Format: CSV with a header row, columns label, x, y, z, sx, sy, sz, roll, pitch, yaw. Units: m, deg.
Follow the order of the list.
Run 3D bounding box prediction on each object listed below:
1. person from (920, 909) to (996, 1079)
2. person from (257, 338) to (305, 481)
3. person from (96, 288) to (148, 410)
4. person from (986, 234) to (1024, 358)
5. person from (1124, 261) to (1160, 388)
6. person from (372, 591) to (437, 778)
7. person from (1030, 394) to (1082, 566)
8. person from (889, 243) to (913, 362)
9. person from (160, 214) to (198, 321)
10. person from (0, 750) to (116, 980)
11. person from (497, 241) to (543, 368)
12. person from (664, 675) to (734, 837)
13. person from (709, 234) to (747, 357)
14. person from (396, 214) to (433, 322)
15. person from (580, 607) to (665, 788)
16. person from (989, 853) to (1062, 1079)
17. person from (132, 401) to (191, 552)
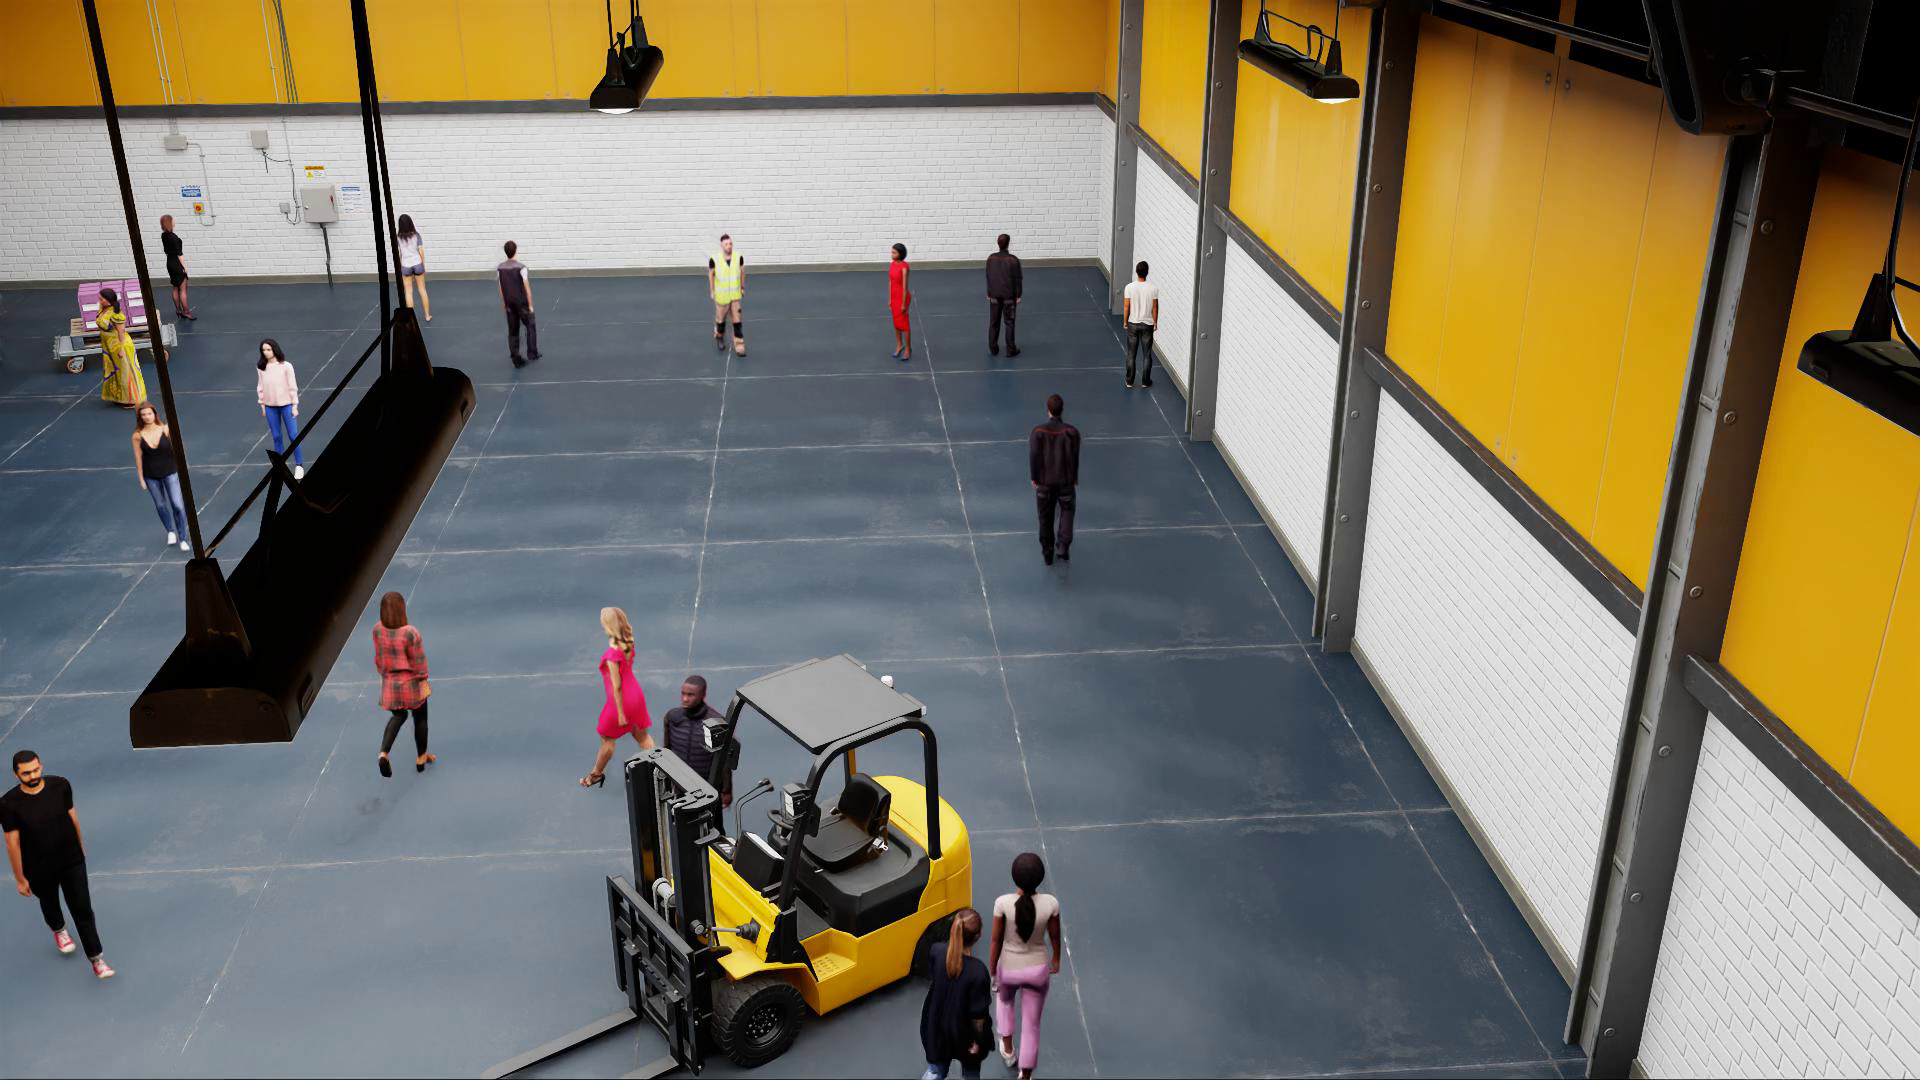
label,x,y,z,sx,sy,sz,roll,pitch,yaw
person,-0.079,2.953,9.913,1.035,1.665,1.116,15,28,30
person,-8.253,-1.602,20.202,0.667,1.770,0.581,1,24,2
person,-11.506,-2.633,22.699,1.000,1.659,1.040,16,28,32
person,0.640,-3.655,24.815,0.802,1.838,0.756,9,25,20
person,2.546,-3.046,23.463,0.680,1.804,0.611,3,24,7
person,-4.653,1.243,13.793,0.798,1.690,0.970,6,24,14
person,1.024,-0.600,17.744,0.759,1.902,0.794,3,24,6
person,-0.879,-3.545,24.682,0.699,1.742,0.598,-17,29,-33
person,-12.539,-4.364,26.600,0.649,1.706,0.698,17,29,34
person,-6.346,2.210,11.559,1.100,1.709,1.222,-21,31,-40
person,-6.498,-3.413,24.268,0.840,1.832,0.936,5,24,11
person,-1.919,1.811,12.313,0.772,1.835,0.732,7,25,16
person,-3.502,-3.679,24.906,0.937,1.809,1.234,-9,25,-20
person,-8.741,-4.341,26.515,0.636,1.733,0.598,-8,25,-19
person,-2.646,1.338,13.565,0.832,1.700,0.956,6,24,13
person,0.395,2.745,10.317,0.646,1.723,0.802,0,24,0
person,-8.791,-0.736,18.313,0.744,1.697,0.963,-9,25,-20
